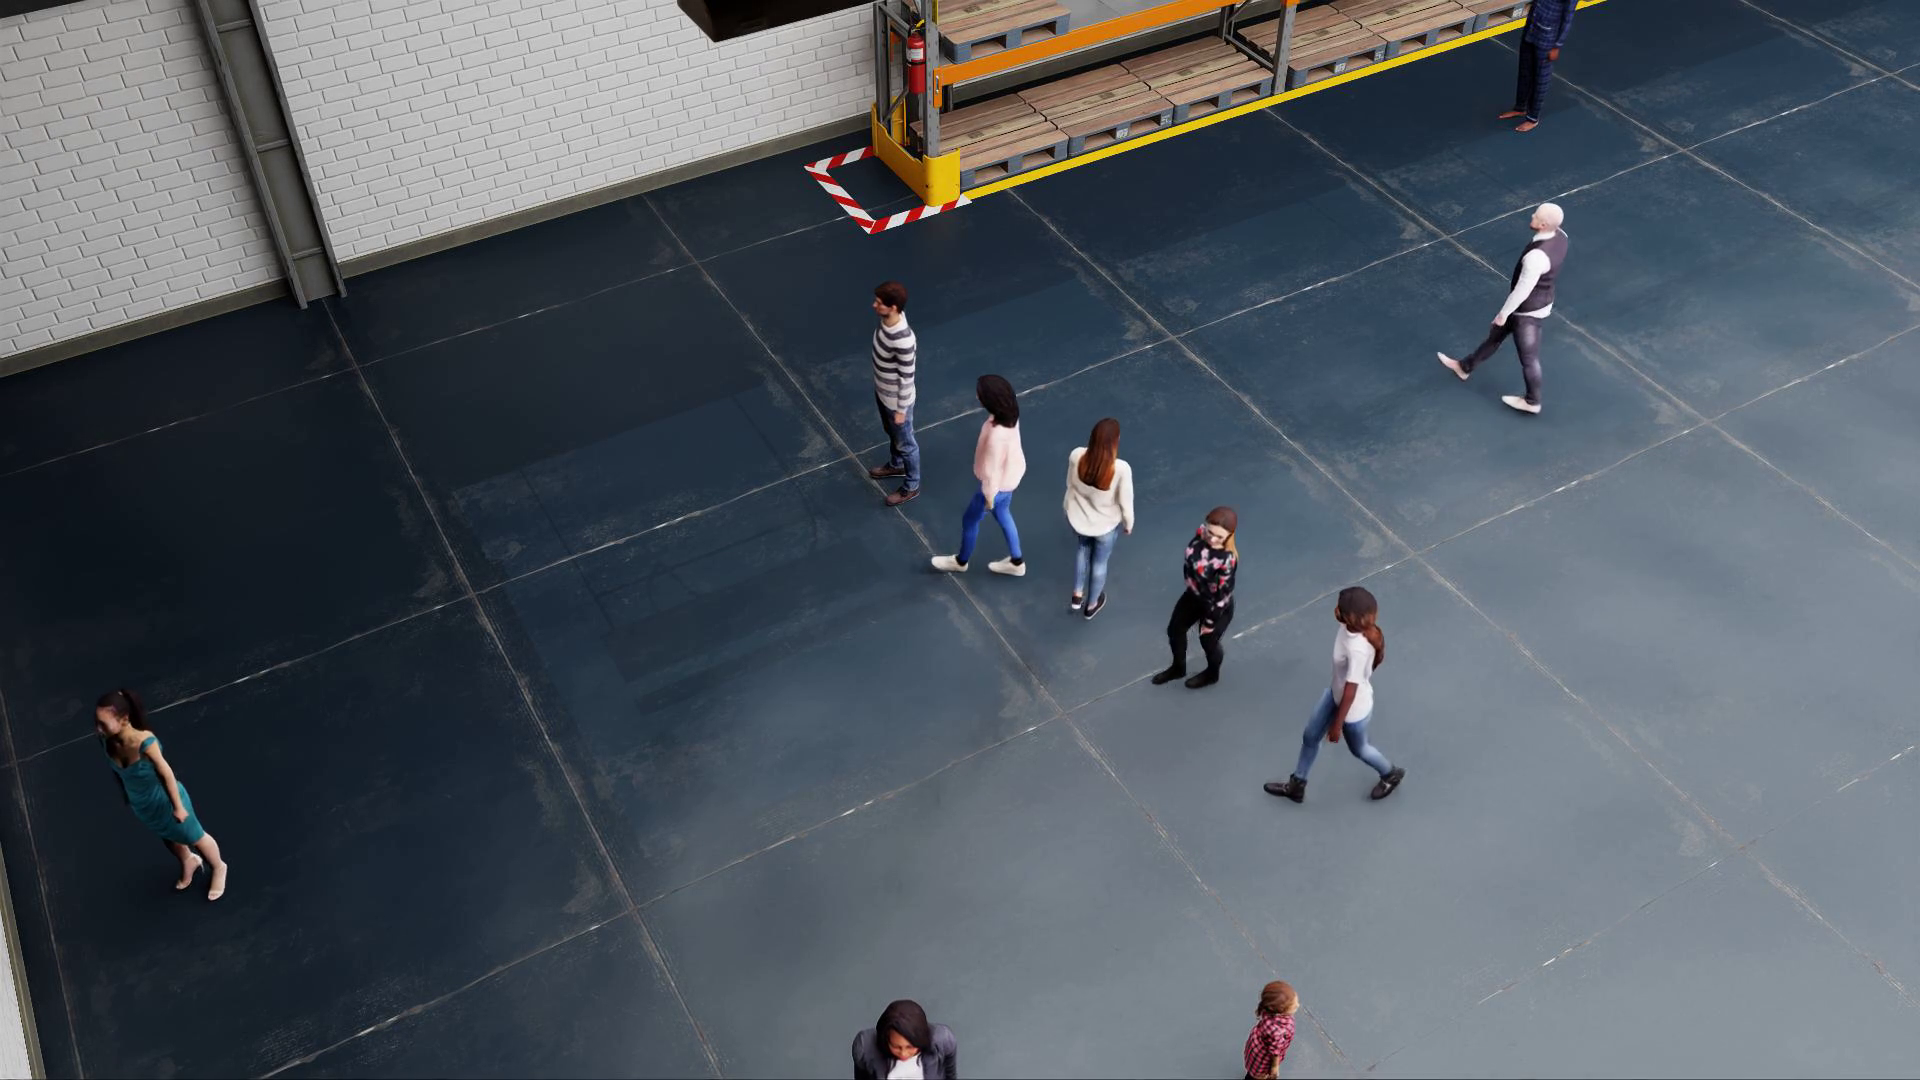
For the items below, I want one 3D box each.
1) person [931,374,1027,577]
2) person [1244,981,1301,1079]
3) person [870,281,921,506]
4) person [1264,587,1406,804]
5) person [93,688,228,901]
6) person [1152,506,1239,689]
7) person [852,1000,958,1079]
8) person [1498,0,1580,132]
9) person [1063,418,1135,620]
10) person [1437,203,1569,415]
[{"bbox_3d":[0.241,-0.392,11.225,1.009,1.731,0.960,13,45,13],"label":"person"},{"bbox_3d":[1.602,2.590,8.609,0.539,1.021,0.500,0,44,0],"label":"person"},{"bbox_3d":[-0.453,-1.068,11.845,0.592,1.854,0.688,-13,45,-14],"label":"person"},{"bbox_3d":[2.367,0.973,9.830,1.204,1.678,1.022,-2,44,-2],"label":"person"},{"bbox_3d":[-4.496,1.444,9.330,0.610,1.686,0.662,14,45,14],"label":"person"},{"bbox_3d":[1.646,0.370,10.479,0.722,1.656,0.670,-13,45,-13],"label":"person"},{"bbox_3d":[-0.246,2.724,8.051,0.719,1.597,0.817,-5,44,-5],"label":"person"},{"bbox_3d":[5.537,-4.781,15.765,0.629,1.824,0.697,-16,46,-16],"label":"person"},{"bbox_3d":[0.861,-0.081,10.934,0.747,1.682,0.767,20,47,20],"label":"person"},{"bbox_3d":[4.366,-1.692,12.550,1.121,1.785,1.201,23,48,23],"label":"person"}]
